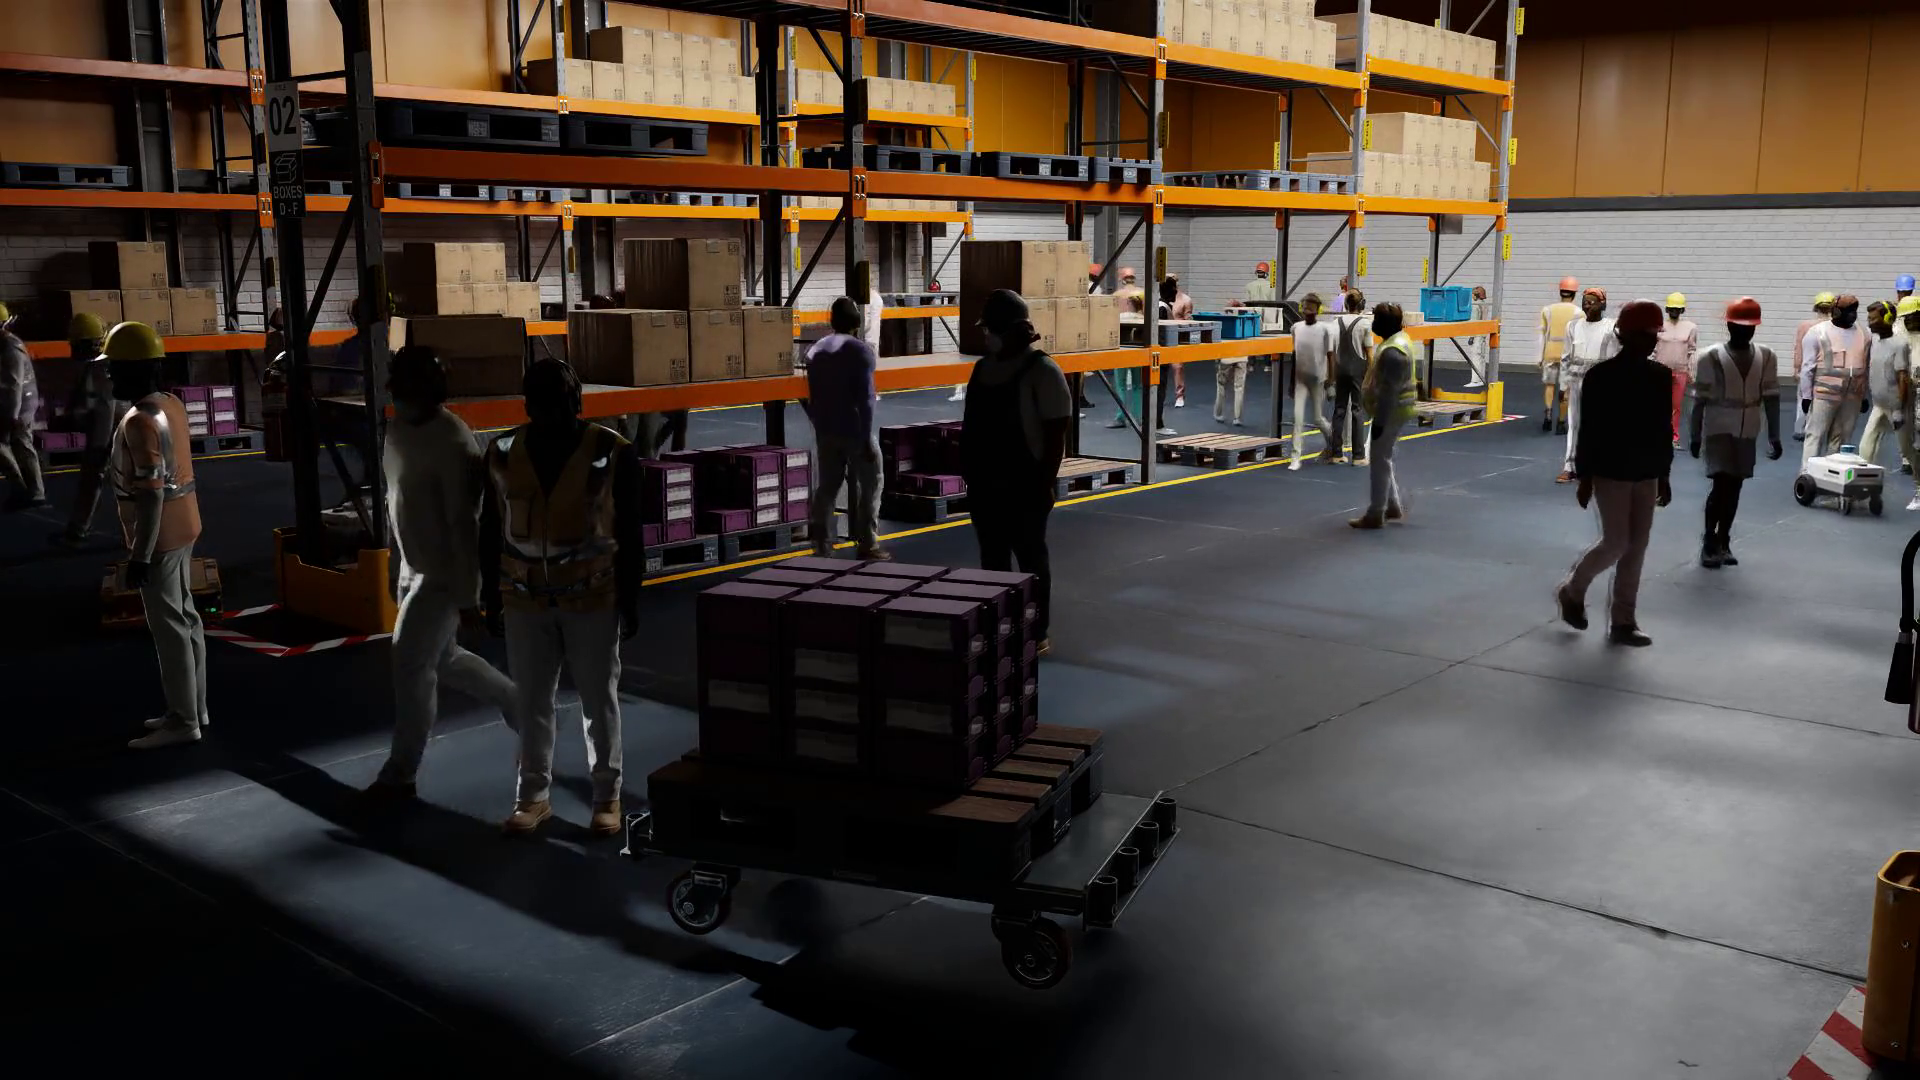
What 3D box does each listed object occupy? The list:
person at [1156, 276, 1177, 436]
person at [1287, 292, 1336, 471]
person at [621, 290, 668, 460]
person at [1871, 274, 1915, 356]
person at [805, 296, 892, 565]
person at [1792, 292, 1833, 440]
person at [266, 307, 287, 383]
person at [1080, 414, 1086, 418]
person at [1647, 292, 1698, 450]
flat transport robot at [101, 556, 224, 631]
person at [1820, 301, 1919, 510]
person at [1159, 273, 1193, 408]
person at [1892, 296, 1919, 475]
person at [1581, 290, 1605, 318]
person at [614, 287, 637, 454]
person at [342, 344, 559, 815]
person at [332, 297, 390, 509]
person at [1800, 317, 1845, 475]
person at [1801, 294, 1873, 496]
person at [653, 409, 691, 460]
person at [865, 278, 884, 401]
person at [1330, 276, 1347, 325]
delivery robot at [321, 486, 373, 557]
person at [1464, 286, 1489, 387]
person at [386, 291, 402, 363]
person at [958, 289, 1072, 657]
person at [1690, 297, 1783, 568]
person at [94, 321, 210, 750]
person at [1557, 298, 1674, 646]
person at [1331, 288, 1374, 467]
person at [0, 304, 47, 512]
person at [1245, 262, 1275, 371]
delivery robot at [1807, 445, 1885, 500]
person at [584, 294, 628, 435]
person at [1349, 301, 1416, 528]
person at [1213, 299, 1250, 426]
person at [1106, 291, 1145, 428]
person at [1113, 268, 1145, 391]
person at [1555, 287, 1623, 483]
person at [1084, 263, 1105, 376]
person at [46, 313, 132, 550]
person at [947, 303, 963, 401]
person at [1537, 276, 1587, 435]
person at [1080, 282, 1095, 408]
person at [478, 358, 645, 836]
[{"bbox_3d":[2.440,-2.225,20.123,0.391,1.920,0.587,1,10,5],"label":"person"},{"bbox_3d":[3.639,-1.640,17.097,0.572,1.826,0.834,7,12,36],"label":"person"},{"bbox_3d":[-2.792,-1.227,14.387,0.372,1.940,0.631,9,13,41],"label":"person"},{"bbox_3d":[11.375,-2.242,20.167,0.611,1.938,0.411,6,12,32],"label":"person"},{"bbox_3d":[-0.765,-0.740,11.666,0.652,1.912,0.768,8,13,37],"label":"person"},{"bbox_3d":[9.931,-1.985,19.256,0.542,1.745,0.744,4,11,22],"label":"person"},{"bbox_3d":[-7.263,-1.687,17.898,0.496,1.629,0.277,7,12,35],"label":"person"},{"bbox_3d":[1.506,-2.468,22.137,0.321,1.696,0.537,-1,10,-8],"label":"person"},{"bbox_3d":[7.936,-1.875,18.570,0.528,1.765,0.328,2,10,10],"label":"person"},{"bbox_3d":[-4.981,0.310,10.380,0.652,0.197,1.431,-5,11,-25],"label":"flat transport robot"},{"bbox_3d":[8.008,-1.133,14.274,0.996,1.808,0.634,-1,10,-3],"label":"person"},{"bbox_3d":[2.978,-2.839,23.682,0.650,1.901,0.405,4,11,24],"label":"person"},{"bbox_3d":[9.429,-1.515,16.445,0.612,1.790,0.538,9,13,40],"label":"person"},{"bbox_3d":[9.329,-2.920,24.836,0.540,1.650,0.868,-1,10,-5],"label":"person"},{"bbox_3d":[-3.348,-1.606,16.753,0.414,1.880,0.720,-2,10,-10],"label":"person"},{"bbox_3d":[-2.045,0.146,6.700,0.861,1.890,0.688,-7,12,-36],"label":"person"},{"bbox_3d":[-4.558,-0.911,12.646,0.546,1.916,0.610,8,12,37],"label":"person"},{"bbox_3d":[7.975,-1.232,15.268,0.310,1.638,0.523,-6,12,-31],"label":"person"},{"bbox_3d":[7.969,-1.308,15.123,0.635,1.842,0.429,0,10,-1],"label":"person"},{"bbox_3d":[-2.727,-1.490,15.638,0.627,2.023,0.490,9,14,43],"label":"person"},{"bbox_3d":[-1.430,-2.940,24.294,0.578,1.898,0.683,-10,14,-44],"label":"person"},{"bbox_3d":[5.746,-3.036,24.946,0.389,1.847,0.567,-1,10,-4],"label":"person"},{"bbox_3d":[-4.218,-0.140,11.868,0.477,0.478,0.707,6,12,29],"label":"delivery robot"},{"bbox_3d":[8.412,-3.296,27.021,0.308,1.638,0.511,7,12,35],"label":"person"},{"bbox_3d":[-5.554,-1.588,16.757,0.876,1.841,0.525,-5,11,-27],"label":"person"},{"bbox_3d":[0.241,-0.357,9.138,0.535,2.000,0.687,-9,13,-42],"label":"person"},{"bbox_3d":[5.472,-0.743,11.709,0.565,1.915,0.624,0,10,-1],"label":"person"},{"bbox_3d":[-3.644,-0.017,7.524,0.371,1.929,0.584,-2,10,-11],"label":"person"},{"bbox_3d":[3.784,-0.387,9.504,0.616,1.979,0.484,-4,11,-22],"label":"person"},{"bbox_3d":[4.064,-1.678,17.215,0.508,1.846,0.342,9,14,42],"label":"person"},{"bbox_3d":[-8.126,-1.133,14.223,0.467,1.805,0.617,-9,13,-41],"label":"person"},{"bbox_3d":[5.532,-4.094,30.547,0.611,1.996,0.378,5,11,25],"label":"person"},{"bbox_3d":[7.624,-0.572,14.326,0.477,0.478,0.707,0,10,-2],"label":"delivery robot"},{"bbox_3d":[-2.872,-1.031,13.418,0.572,1.887,0.356,9,14,43],"label":"person"},{"bbox_3d":[3.423,-1.000,13.393,0.461,1.832,0.667,3,10,17],"label":"person"},{"bbox_3d":[3.484,-2.279,21.340,0.520,1.599,0.836,0,10,-1],"label":"person"},{"bbox_3d":[2.127,-2.265,20.959,0.674,1.720,0.349,-5,11,-25],"label":"person"},{"bbox_3d":[2.711,-3.361,26.542,0.630,1.930,1.072,0,10,2],"label":"person"},{"bbox_3d":[5.992,-1.457,15.846,0.584,1.882,0.345,9,13,41],"label":"person"},{"bbox_3d":[2.151,-3.844,29.152,0.687,1.990,0.725,10,14,43],"label":"person"},{"bbox_3d":[-6.420,-0.808,12.449,0.877,1.777,0.610,-10,14,-43],"label":"person"},{"bbox_3d":[0.070,-2.825,24.413,0.658,1.609,0.525,-9,14,-43],"label":"person"},{"bbox_3d":[7.285,-2.222,20.107,0.561,1.915,0.403,6,12,31],"label":"person"},{"bbox_3d":[1.675,-2.835,23.546,0.359,1.938,0.545,-8,13,-37],"label":"person"},{"bbox_3d":[-1.531,0.227,6.382,0.634,1.842,0.429,0,10,1],"label":"person"}]
